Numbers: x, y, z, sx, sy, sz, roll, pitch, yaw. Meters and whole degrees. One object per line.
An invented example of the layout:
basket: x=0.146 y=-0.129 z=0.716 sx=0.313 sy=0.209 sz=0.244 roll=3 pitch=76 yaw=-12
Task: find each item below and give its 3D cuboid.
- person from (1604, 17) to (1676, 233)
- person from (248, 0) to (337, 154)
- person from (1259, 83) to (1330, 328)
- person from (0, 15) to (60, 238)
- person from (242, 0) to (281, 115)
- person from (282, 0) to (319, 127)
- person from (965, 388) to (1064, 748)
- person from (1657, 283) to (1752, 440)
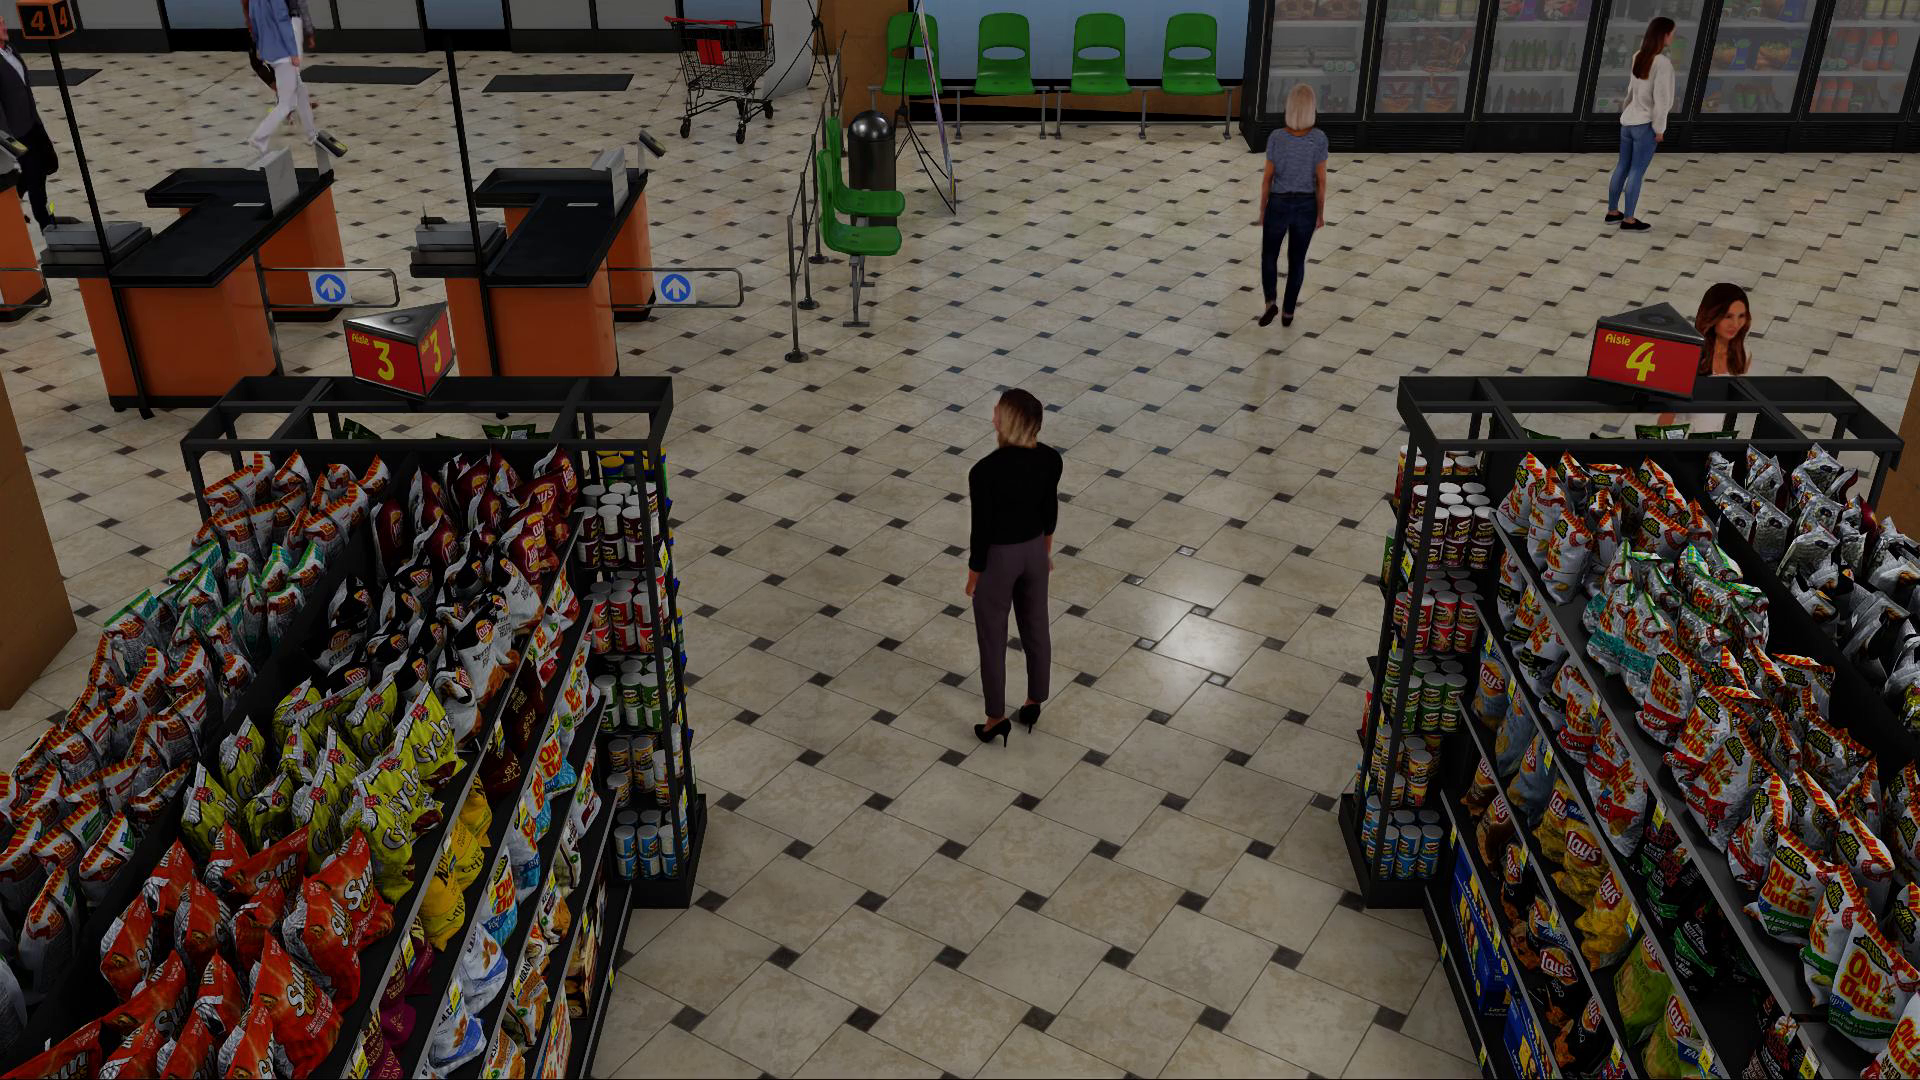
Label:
person: x=5.500 y=-3.350 z=13.416 sx=0.721 sy=1.695 sz=0.558 roll=-6 pitch=29 yaw=-11
person: x=-6.321 y=-4.450 z=15.253 sx=1.123 sy=1.865 sz=1.207 roll=24 pitch=37 yaw=37
person: x=2.261 y=-2.226 z=11.338 sx=0.689 sy=1.713 sz=0.860 roll=5 pitch=29 yaw=9
person: x=-7.530 y=-3.294 z=13.180 sx=0.808 sy=1.822 sz=0.813 roll=-1 pitch=29 yaw=-2
person: x=-6.846 y=-5.055 z=16.488 sx=0.827 sy=1.742 sz=0.795 roll=17 pitch=33 yaw=29
person: x=-6.591 y=-4.887 z=16.246 sx=0.604 sy=1.680 sz=1.176 roll=0 pitch=29 yaw=-1
person: x=0.223 y=0.130 z=7.063 sx=0.686 sy=1.674 sz=0.702 roll=-16 pitch=33 yaw=-27
person: x=3.402 y=-0.388 z=7.948 sx=0.789 sy=1.735 sz=1.172 roll=-6 pitch=29 yaw=-10
